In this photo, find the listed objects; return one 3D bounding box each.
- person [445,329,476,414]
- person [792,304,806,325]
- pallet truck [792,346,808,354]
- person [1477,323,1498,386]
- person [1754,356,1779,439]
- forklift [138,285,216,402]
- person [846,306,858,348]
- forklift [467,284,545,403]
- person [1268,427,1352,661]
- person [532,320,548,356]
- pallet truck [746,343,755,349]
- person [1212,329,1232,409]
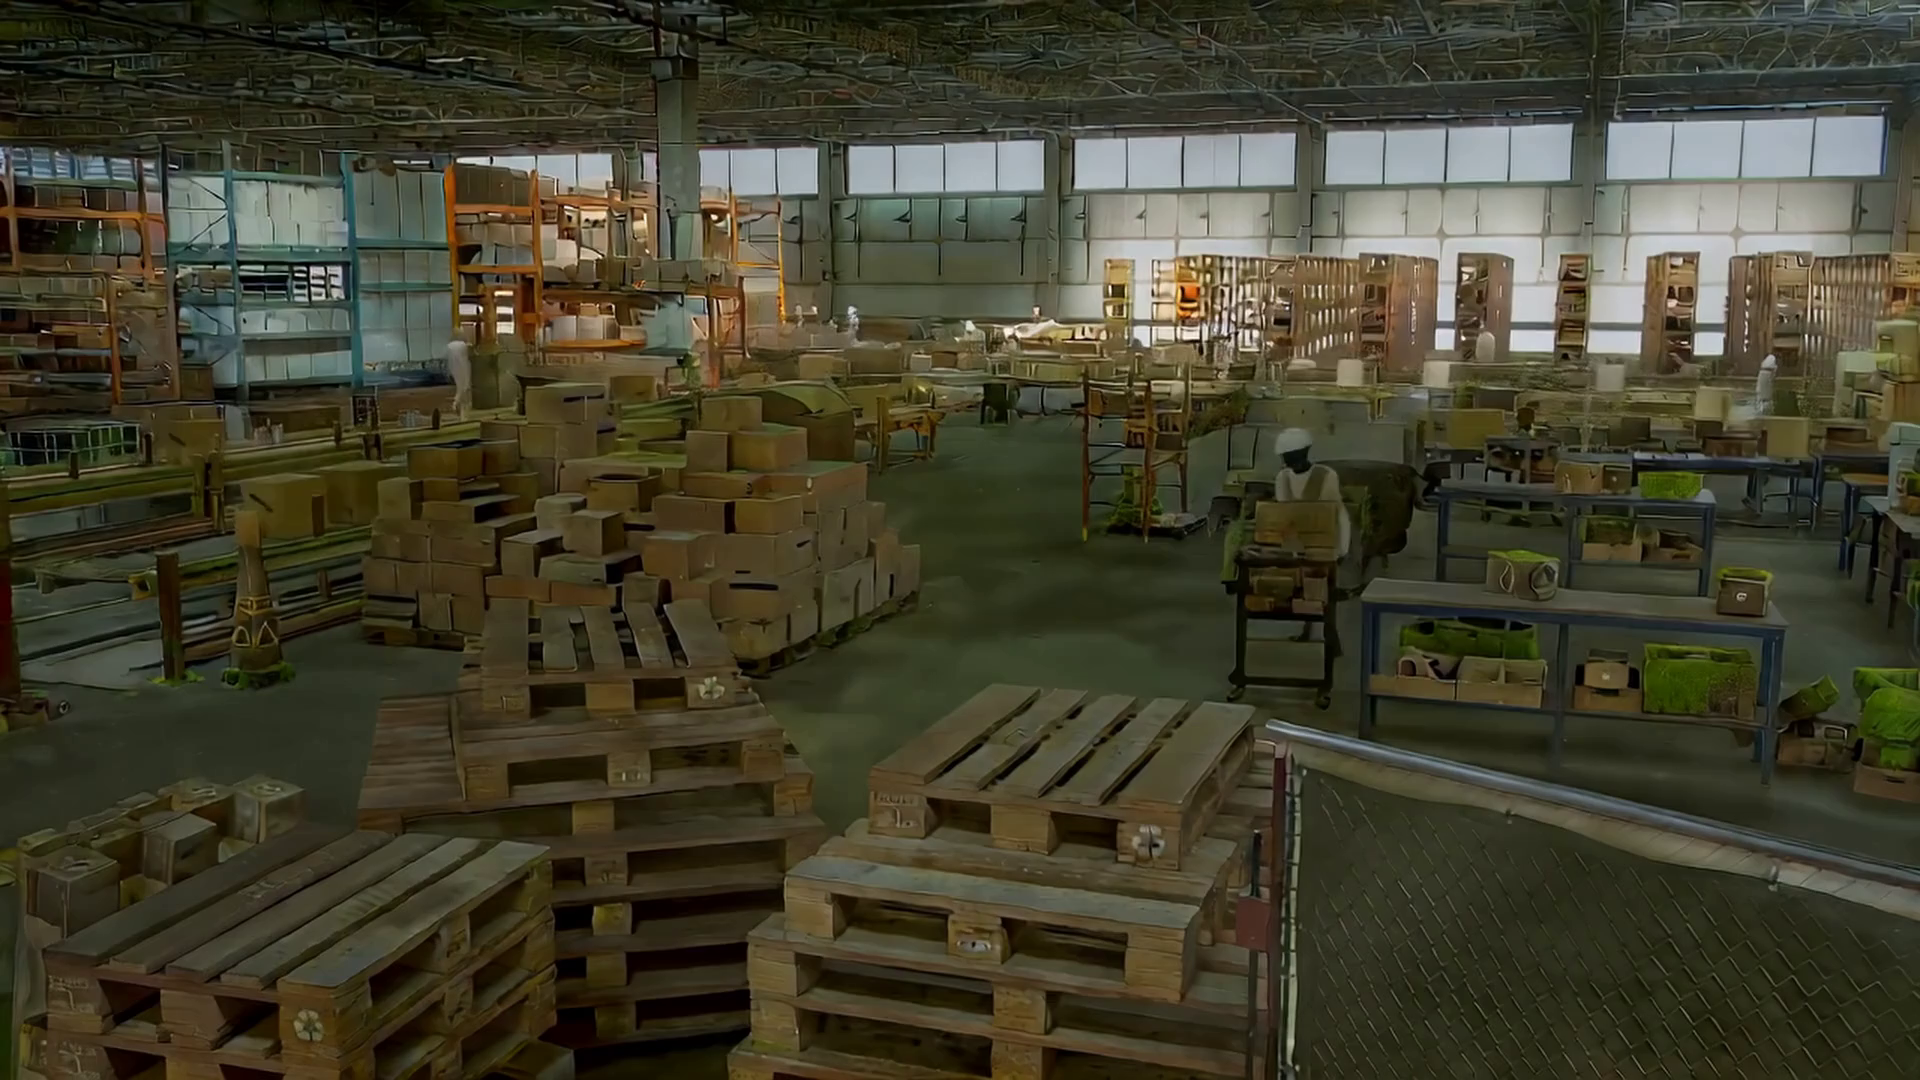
[{"bbox_3d":[-10.781,-3.601,35.848,0.645,1.873,0.828,5,10,30],"label":"person"},{"bbox_3d":[-6.231,-8.199,64.514,0.620,1.929,0.424,4,10,22],"label":"person"},{"bbox_3d":[-3.705,-4.298,42.022,0.653,1.274,1.630,3,10,20],"label":"pallet truck"},{"bbox_3d":[12.892,-4.351,40.551,0.677,1.882,0.647,-6,11,-35],"label":"person"},{"bbox_3d":[14.134,-2.411,29.126,0.498,1.634,0.283,-5,10,-30],"label":"person"},{"bbox_3d":[-17.480,-4.200,36.461,1.873,2.768,1.129,3,10,19],"label":"forklift"},{"bbox_3d":[-3.433,-6.679,54.707,0.721,2.028,0.615,1,9,6],"label":"person"},{"bbox_3d":[-10.832,-4.702,39.610,1.129,2.768,1.873,3,10,20],"label":"forklift"},{"bbox_3d":[2.686,0.052,12.932,0.916,1.863,0.557,-7,11,-36],"label":"person"},{"bbox_3d":[-12.261,-5.593,48.802,0.548,1.738,0.679,4,10,25],"label":"person"},{"bbox_3d":[-6.183,-4.618,44.264,1.601,1.201,0.680,-9,12,-43],"label":"pallet truck"},{"bbox_3d":[5.966,-3.900,37.906,0.414,1.821,0.619,7,12,39],"label":"person"}]
